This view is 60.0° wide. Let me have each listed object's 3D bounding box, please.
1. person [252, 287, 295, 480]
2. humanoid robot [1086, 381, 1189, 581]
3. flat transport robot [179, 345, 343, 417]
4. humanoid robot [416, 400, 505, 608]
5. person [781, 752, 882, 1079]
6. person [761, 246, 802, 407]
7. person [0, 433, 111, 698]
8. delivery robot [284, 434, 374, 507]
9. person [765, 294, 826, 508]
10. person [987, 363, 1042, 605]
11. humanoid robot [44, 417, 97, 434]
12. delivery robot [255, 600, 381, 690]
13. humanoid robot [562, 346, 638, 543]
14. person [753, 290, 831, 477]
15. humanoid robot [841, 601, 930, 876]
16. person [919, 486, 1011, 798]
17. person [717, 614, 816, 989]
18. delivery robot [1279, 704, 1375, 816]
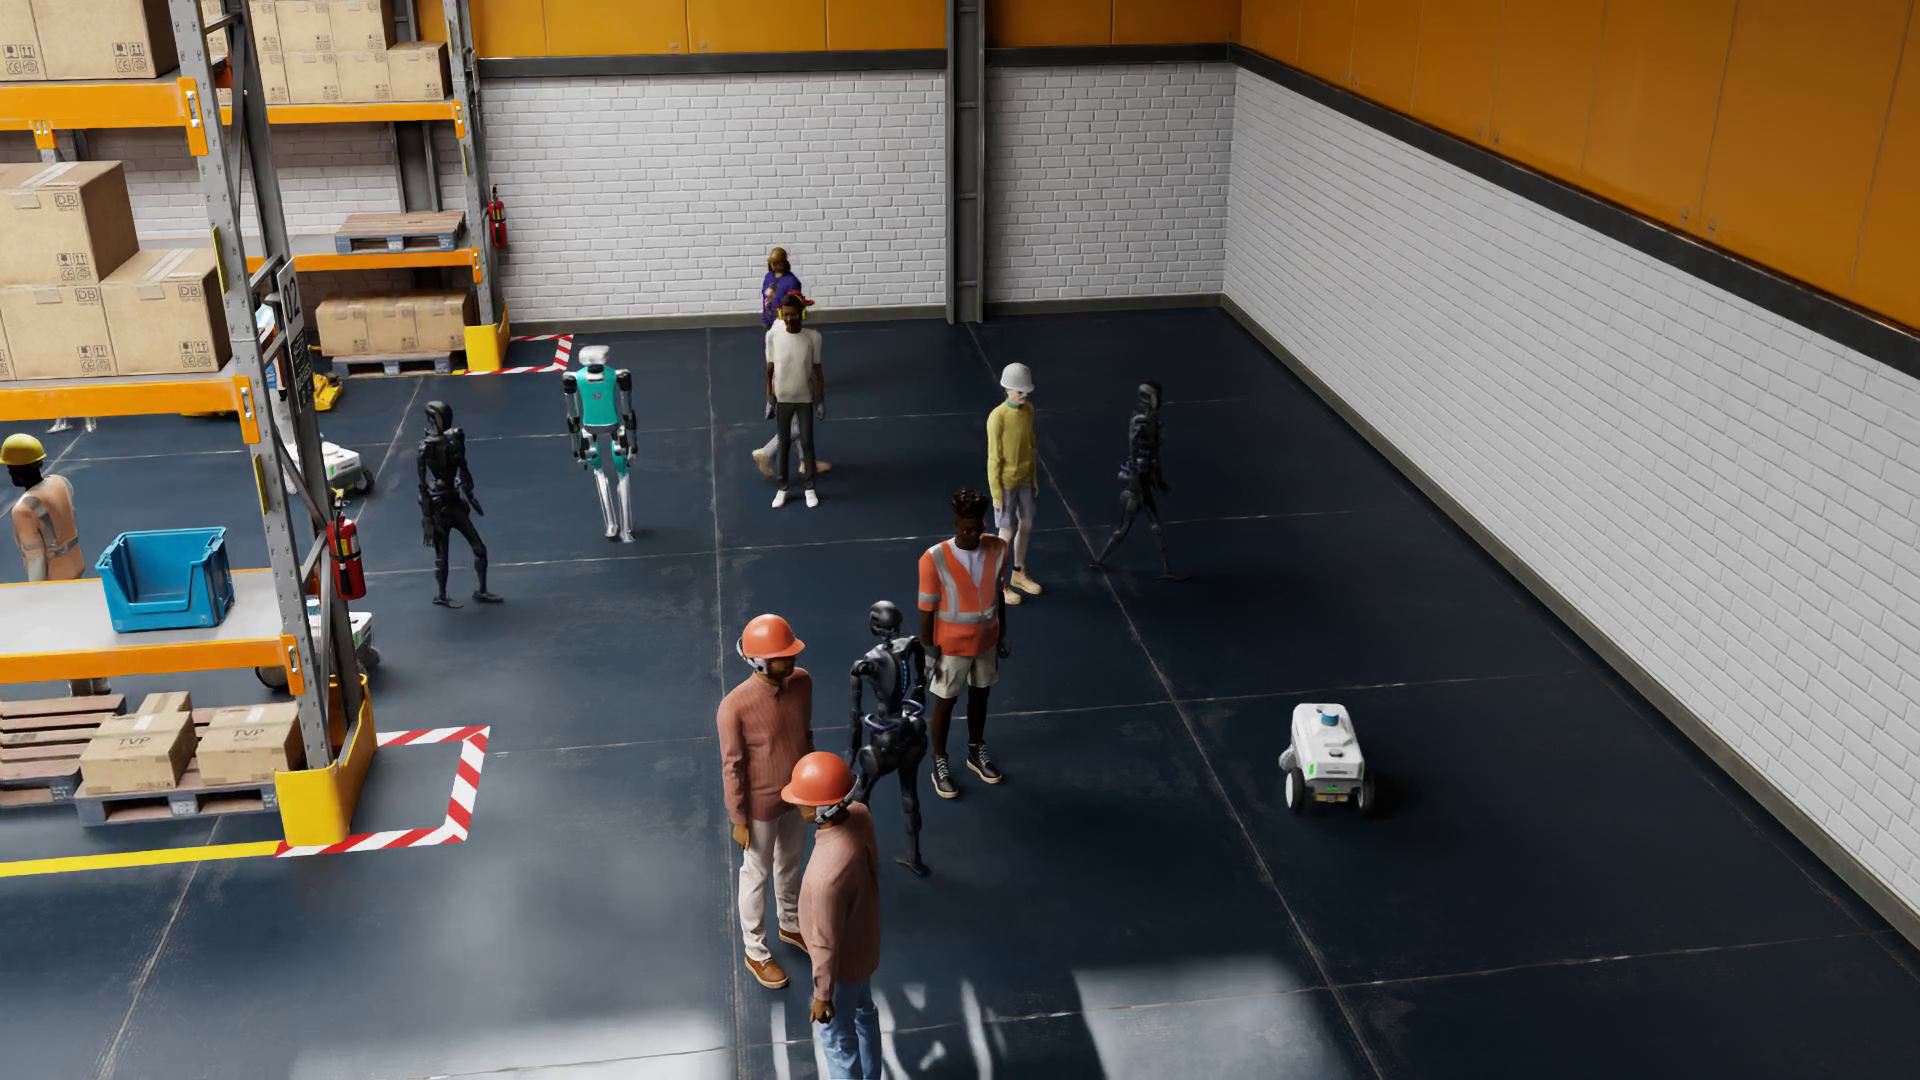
[{"bbox_3d":[-6.132,-1.399,14.647,0.617,1.836,0.431,12,26,26],"label":"person"},{"bbox_3d":[1.377,-0.449,12.739,0.801,1.624,0.593,12,26,25],"label":"humanoid robot"},{"bbox_3d":[-7.020,-1.461,16.724,1.431,0.231,0.659,-3,24,-8],"label":"flat transport robot"},{"bbox_3d":[-3.752,-0.247,12.219,0.488,1.641,0.612,8,25,18],"label":"humanoid robot"},{"bbox_3d":[-0.537,1.785,7.201,0.403,1.986,0.610,5,24,10],"label":"person"},{"bbox_3d":[-1.732,-2.180,16.698,0.462,1.607,0.675,17,29,34],"label":"person"},{"bbox_3d":[-5.906,0.220,10.834,0.361,1.927,0.586,-1,24,-3],"label":"person"},{"bbox_3d":[-5.535,-0.625,14.464,0.792,0.595,0.499,14,27,29],"label":"delivery robot"},{"bbox_3d":[-1.396,-1.175,14.082,0.515,1.873,0.330,0,24,0],"label":"person"},{"bbox_3d":[0.390,-0.431,12.382,0.411,1.877,0.492,20,31,38],"label":"person"},{"bbox_3d":[-8.658,-1.836,15.776,0.561,1.787,0.816,6,24,14],"label":"humanoid robot"},{"bbox_3d":[-4.426,0.696,11.447,0.782,0.587,0.499,0,24,1],"label":"delivery robot"},{"bbox_3d":[-2.844,-0.778,13.359,0.530,1.759,0.819,-3,24,-8],"label":"humanoid robot"},{"bbox_3d":[-1.508,-1.349,14.648,0.648,1.734,0.638,-6,24,-12],"label":"person"},{"bbox_3d":[-0.421,1.071,9.216,0.601,1.640,0.585,-21,31,-39],"label":"humanoid robot"},{"bbox_3d":[0.038,0.596,9.931,0.611,1.962,0.361,-14,27,-28],"label":"person"},{"bbox_3d":[-0.926,1.283,8.328,0.376,1.997,0.610,17,29,34],"label":"person"},{"bbox_3d":[2.210,1.322,10.053,0.520,0.614,0.785,1,24,3],"label":"delivery robot"}]
